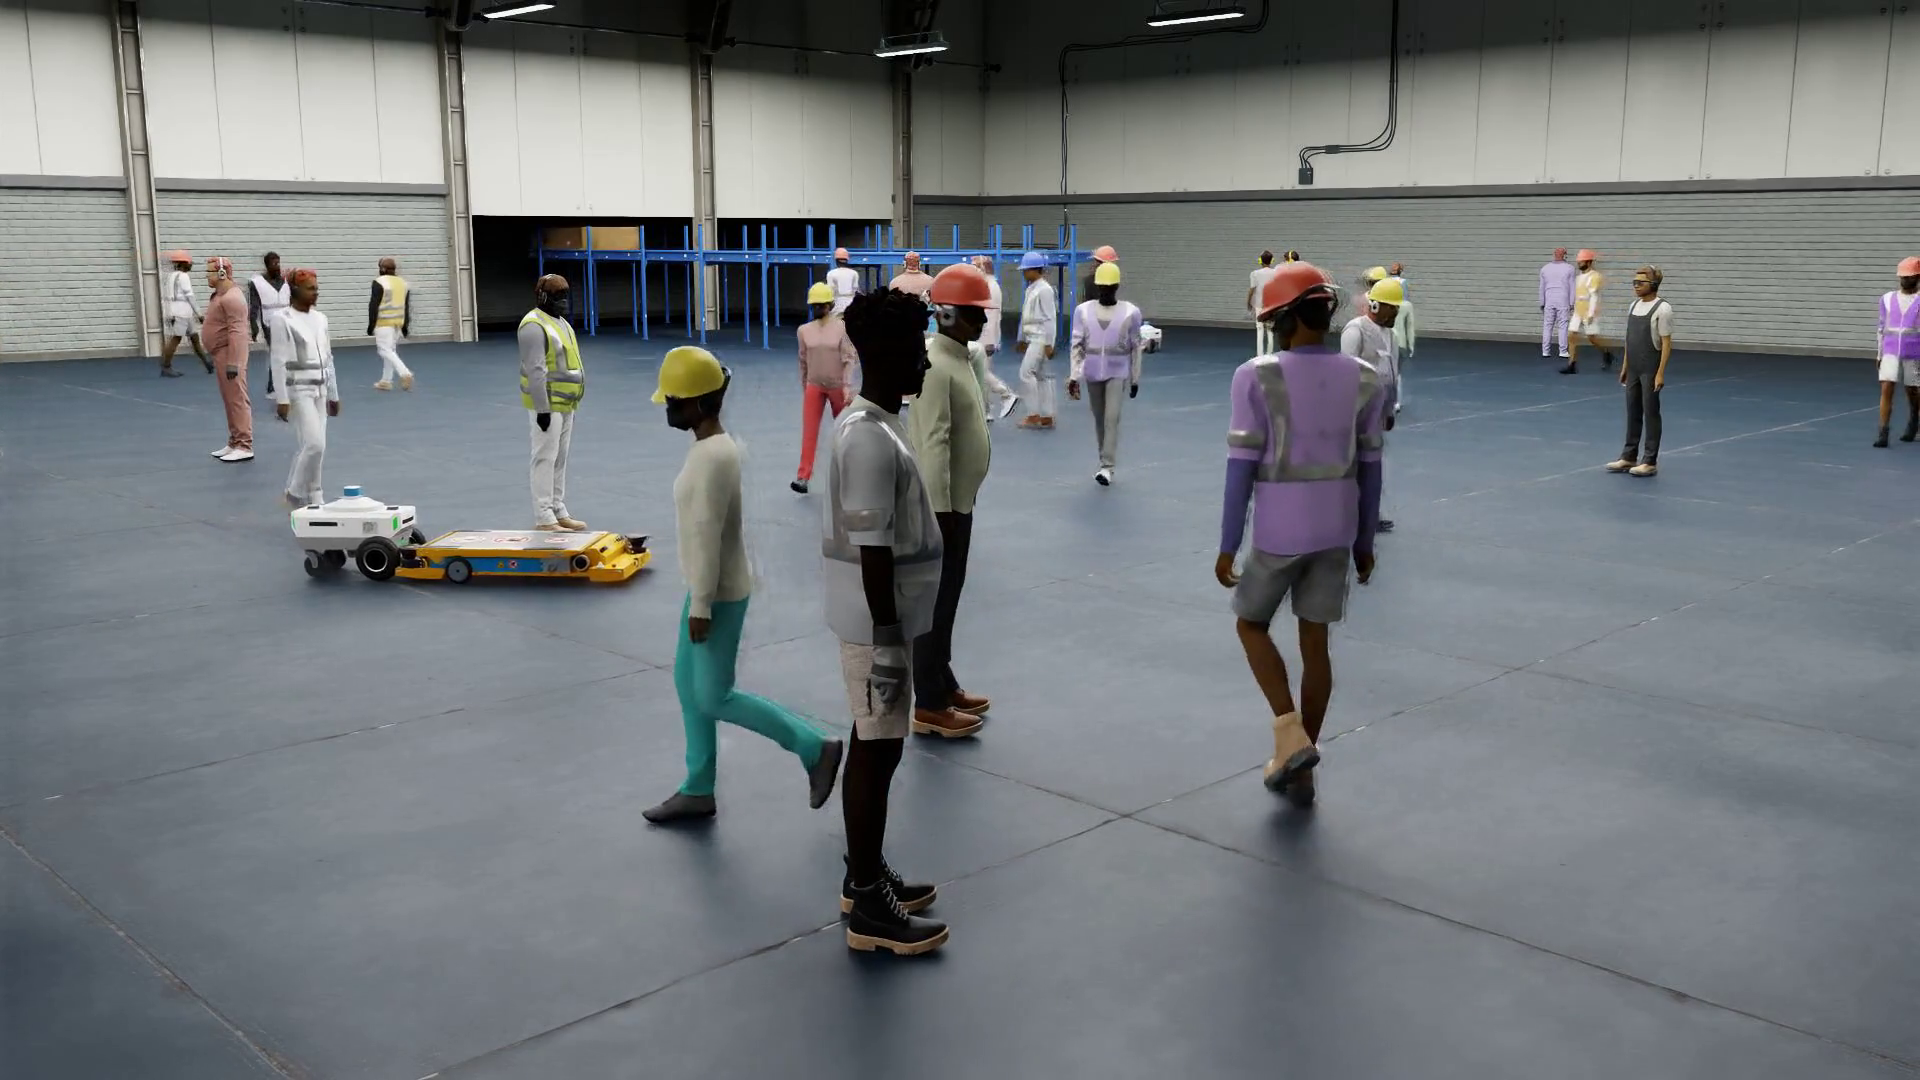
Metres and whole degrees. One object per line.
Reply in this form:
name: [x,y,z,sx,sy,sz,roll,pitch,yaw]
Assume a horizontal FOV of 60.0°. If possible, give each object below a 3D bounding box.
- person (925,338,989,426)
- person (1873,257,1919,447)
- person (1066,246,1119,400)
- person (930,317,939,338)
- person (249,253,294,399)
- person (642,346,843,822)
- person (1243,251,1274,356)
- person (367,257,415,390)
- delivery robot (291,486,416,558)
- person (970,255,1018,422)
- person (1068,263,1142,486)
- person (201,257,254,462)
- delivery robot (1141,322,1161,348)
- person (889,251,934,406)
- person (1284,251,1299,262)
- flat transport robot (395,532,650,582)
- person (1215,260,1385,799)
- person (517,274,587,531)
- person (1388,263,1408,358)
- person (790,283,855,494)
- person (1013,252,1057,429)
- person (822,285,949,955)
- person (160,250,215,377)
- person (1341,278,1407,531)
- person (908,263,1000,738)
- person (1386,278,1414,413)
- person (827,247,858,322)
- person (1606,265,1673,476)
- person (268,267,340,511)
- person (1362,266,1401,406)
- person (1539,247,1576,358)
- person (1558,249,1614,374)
person: [-0.055,-0.893,12.008,0.546,1.625,0.375,1,10,8]
person: [9.618,-1.922,16.903,0.555,1.903,0.962,10,14,42]
person: [1.694,-2.647,20.624,0.606,1.980,0.627,-6,12,-29]
person: [-0.111,-1.944,17.606,0.639,1.660,0.557,-5,11,-25]
person: [-8.690,-2.724,21.312,0.938,1.876,0.619,7,13,35]
person: [-0.794,0.175,5.893,0.643,1.737,0.526,-2,11,-11]
person: [4.925,-3.774,27.159,0.574,1.847,0.680,0,10,-1]
person: [-7.772,-2.948,22.711,0.798,1.821,0.638,4,11,19]
delivery robot: [-3.820,-0.098,10.479,0.707,0.478,0.477,1,10,4]
person: [0.314,-2.261,18.751,0.506,1.891,0.676,-2,11,-9]
person: [1.231,-1.411,14.168,0.592,1.872,1.002,3,11,17]
person: [-6.932,-1.709,15.716,0.408,1.908,0.644,-7,12,-33]
delivery robot: [3.393,-3.729,30.279,0.477,0.478,0.707,6,12,29]
person: [-0.592,-2.638,20.782,0.641,1.909,0.409,-4,11,-19]
person: [5.161,-3.553,25.890,0.327,1.865,0.520,2,11,12]
flat transport robot: [-2.737,0.091,10.476,1.431,0.197,0.652,1,10,4]
person: [1.264,-0.025,6.231,0.657,2.014,0.516,-3,11,-15]
person: [-2.852,-0.938,11.702,0.430,1.840,0.622,1,10,6]
person: [7.522,-3.980,28.828,0.310,1.640,0.514,-9,14,-41]
person: [-1.114,-1.226,13.606,0.531,1.716,0.920,3,11,13]
person: [0.771,-2.167,18.150,0.617,1.925,0.598,-1,10,-8]
person: [-0.229,0.229,4.979,0.361,1.965,0.613,-1,10,-5]
person: [-11.628,-3.403,25.024,1.010,1.879,0.565,-7,13,-35]
person: [2.928,-0.947,11.850,0.630,1.811,0.430,-9,14,-41]
person: [-0.027,-0.178,7.130,0.400,1.989,0.623,1,10,8]
person: [4.985,-2.228,19.302,0.522,1.615,0.389,-1,10,-7]
person: [-1.869,-3.731,26.713,0.550,1.920,0.671,-5,11,-25]
person: [6.058,-1.500,14.739,0.350,1.847,0.506,-3,11,-17]
person: [-4.790,-1.061,12.262,0.413,1.872,0.602,3,11,14]
person: [4.989,-2.485,20.408,0.855,1.735,0.539,0,10,0]
person: [10.388,-4.124,28.877,0.639,1.910,0.407,9,13,39]
person: [9.680,-3.516,25.582,0.842,1.905,0.544,-4,11,-21]
